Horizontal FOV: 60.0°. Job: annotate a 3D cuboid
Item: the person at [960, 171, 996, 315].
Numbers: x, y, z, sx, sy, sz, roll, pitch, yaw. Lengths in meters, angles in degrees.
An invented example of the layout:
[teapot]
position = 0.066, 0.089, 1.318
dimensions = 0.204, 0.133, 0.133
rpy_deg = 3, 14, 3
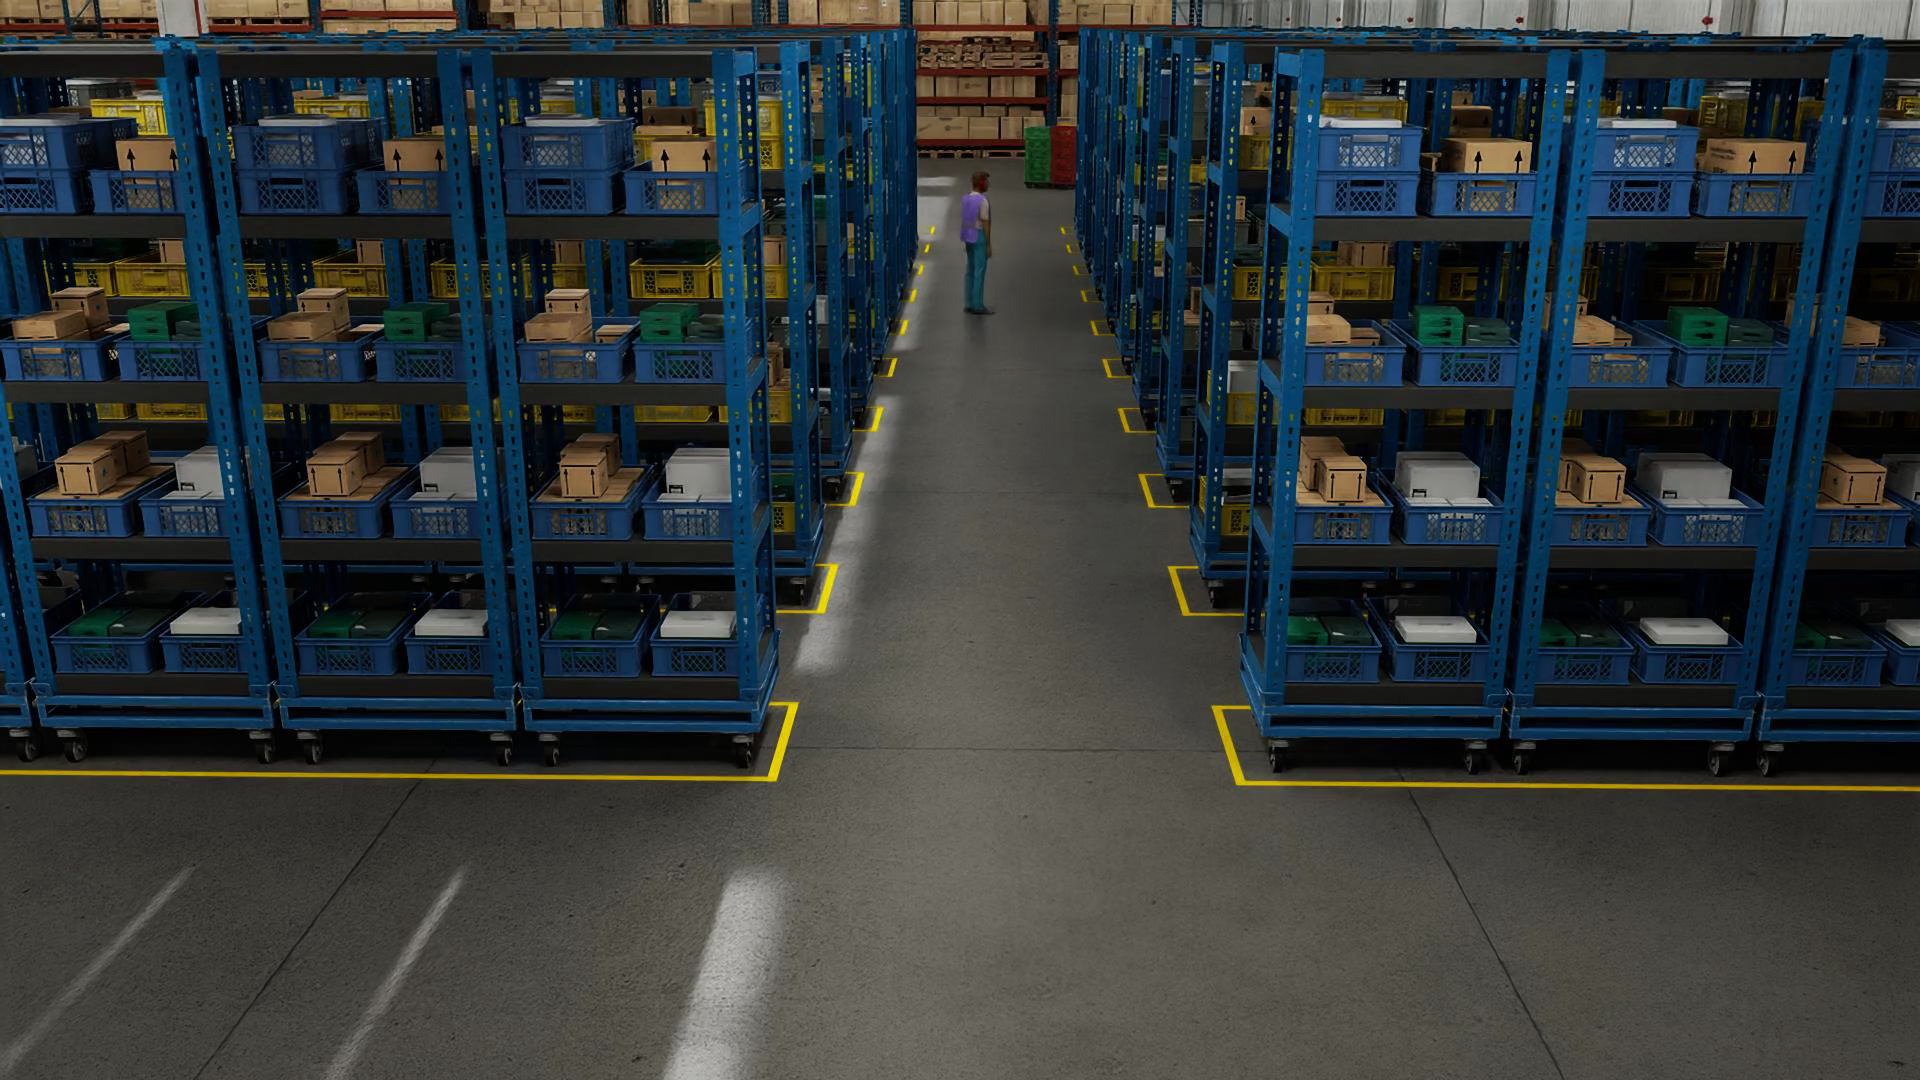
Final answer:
[person]
position = 0.213, -3.862, 21.650
dimensions = 0.374, 1.840, 0.569
rpy_deg = -10, 20, -28
